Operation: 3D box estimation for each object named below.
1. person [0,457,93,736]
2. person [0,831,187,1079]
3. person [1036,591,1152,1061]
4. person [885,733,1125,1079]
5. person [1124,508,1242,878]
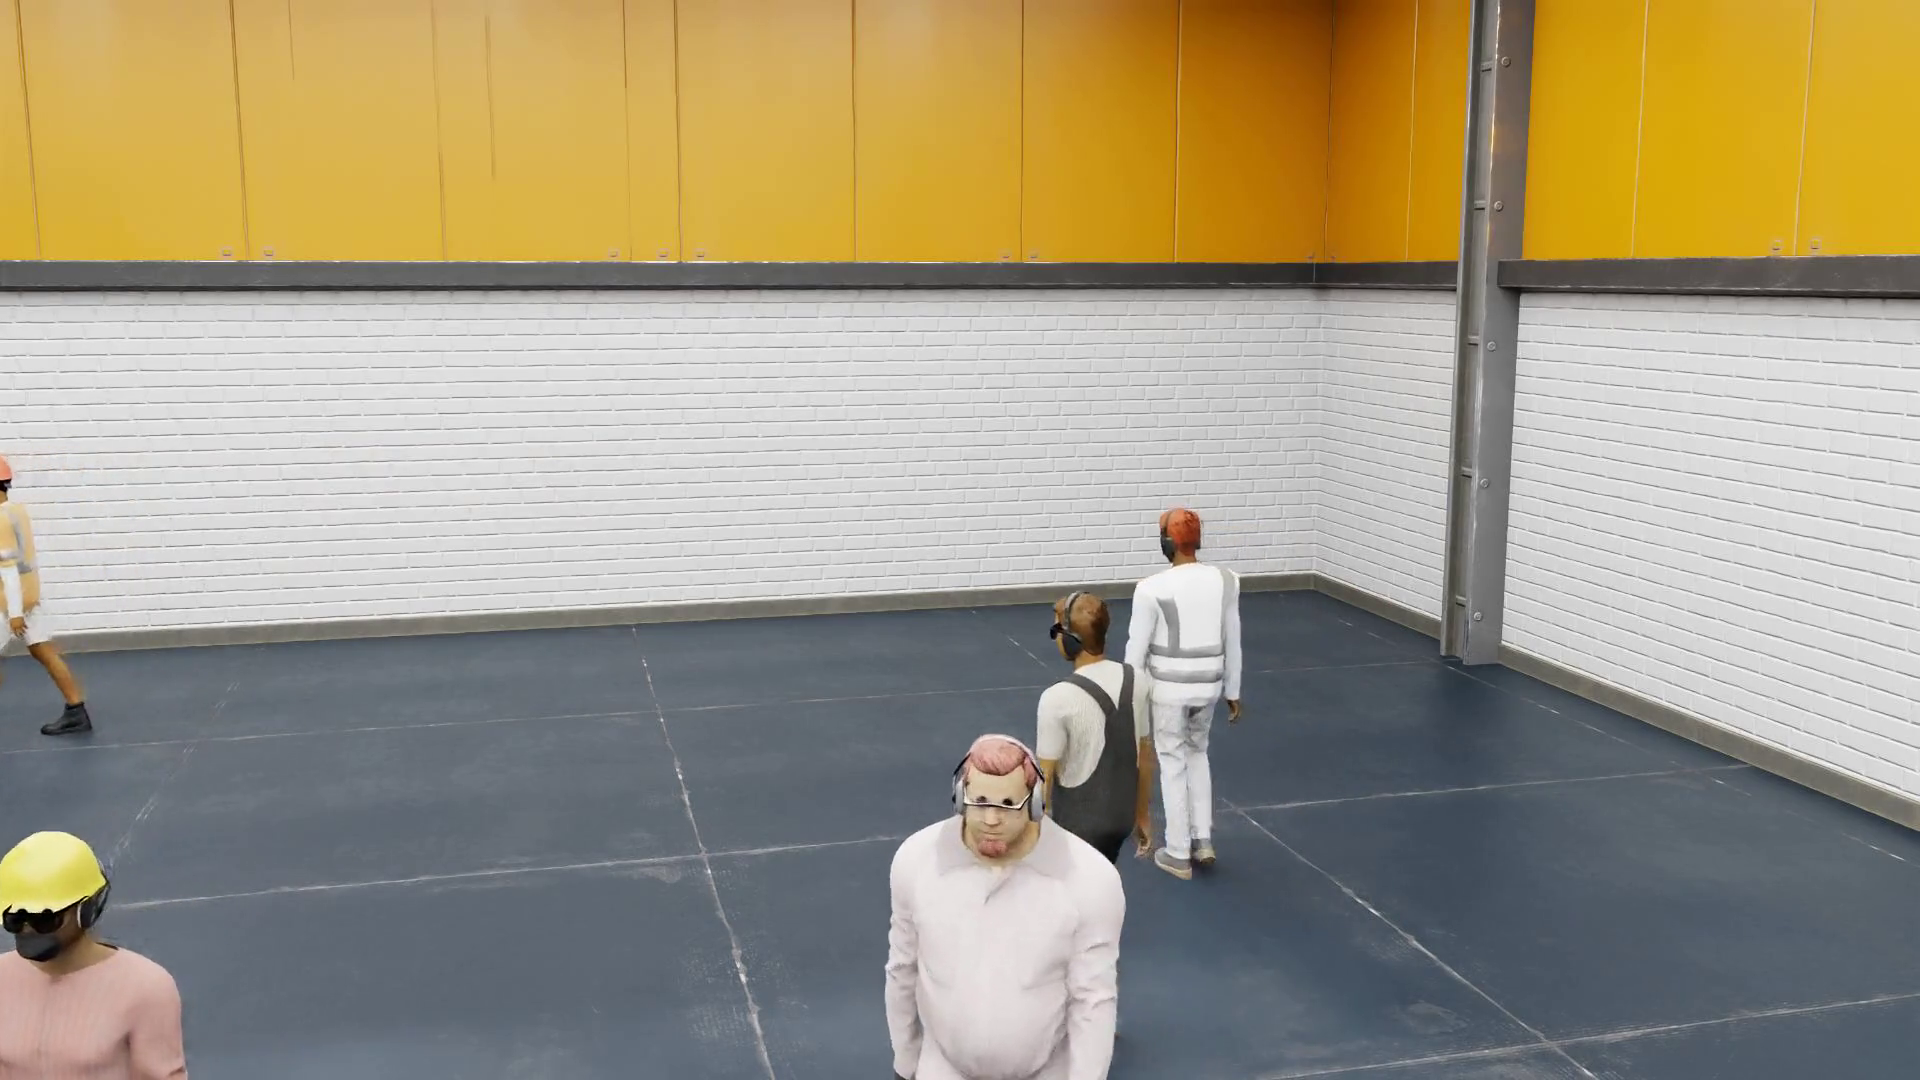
[{"bbox_3d":[-6.188,0.377,10.760,0.985,1.883,0.568,-3,9,-16],"label":"person"},{"bbox_3d":[-2.090,1.545,3.870,0.548,1.740,0.711,0,9,0],"label":"person"},{"bbox_3d":[0.442,1.090,6.449,0.551,1.833,0.532,-7,11,-37],"label":"person"},{"bbox_3d":[0.082,1.426,4.255,0.644,1.864,0.910,2,9,10],"label":"person"},{"bbox_3d":[1.095,0.765,8.352,0.617,1.872,0.445,-4,10,-21],"label":"person"}]
